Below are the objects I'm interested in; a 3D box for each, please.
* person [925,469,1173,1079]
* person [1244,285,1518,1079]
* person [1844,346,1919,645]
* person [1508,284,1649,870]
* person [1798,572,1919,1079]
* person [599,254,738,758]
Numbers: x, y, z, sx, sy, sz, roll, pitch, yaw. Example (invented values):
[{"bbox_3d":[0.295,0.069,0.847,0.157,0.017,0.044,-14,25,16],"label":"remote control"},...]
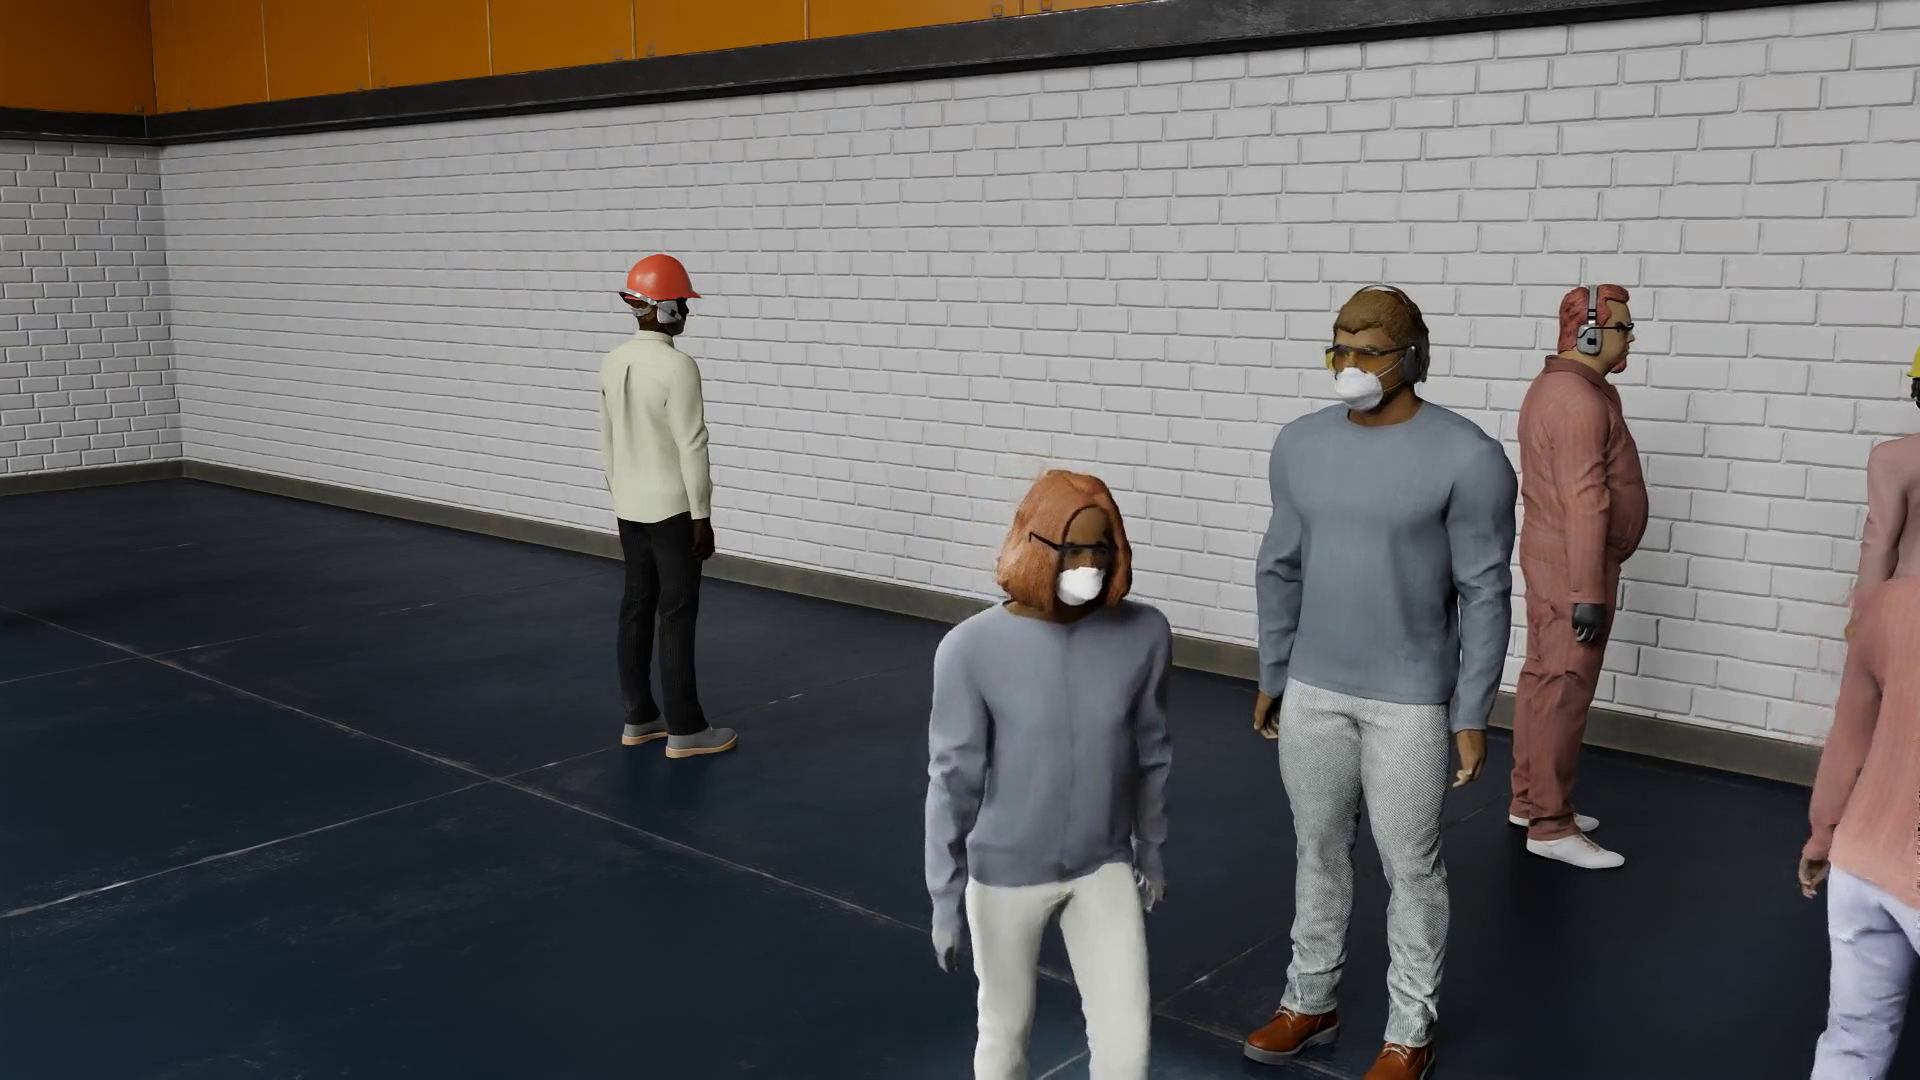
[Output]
[{"bbox_3d":[0.202,0.676,3.145,0.534,1.601,0.723,-3,10,-16],"label":"person"},{"bbox_3d":[0.978,0.368,3.976,0.638,1.936,0.356,9,13,42],"label":"person"},{"bbox_3d":[3.111,0.212,5.357,0.525,1.769,0.312,-2,10,-9],"label":"person"},{"bbox_3d":[2.054,0.112,5.522,0.409,1.906,0.651,2,10,9],"label":"person"},{"bbox_3d":[1.775,0.639,3.024,0.423,1.727,0.677,-2,10,-12],"label":"person"},{"bbox_3d":[-1.187,-0.131,6.657,0.609,1.995,0.378,9,13,42],"label":"person"}]
